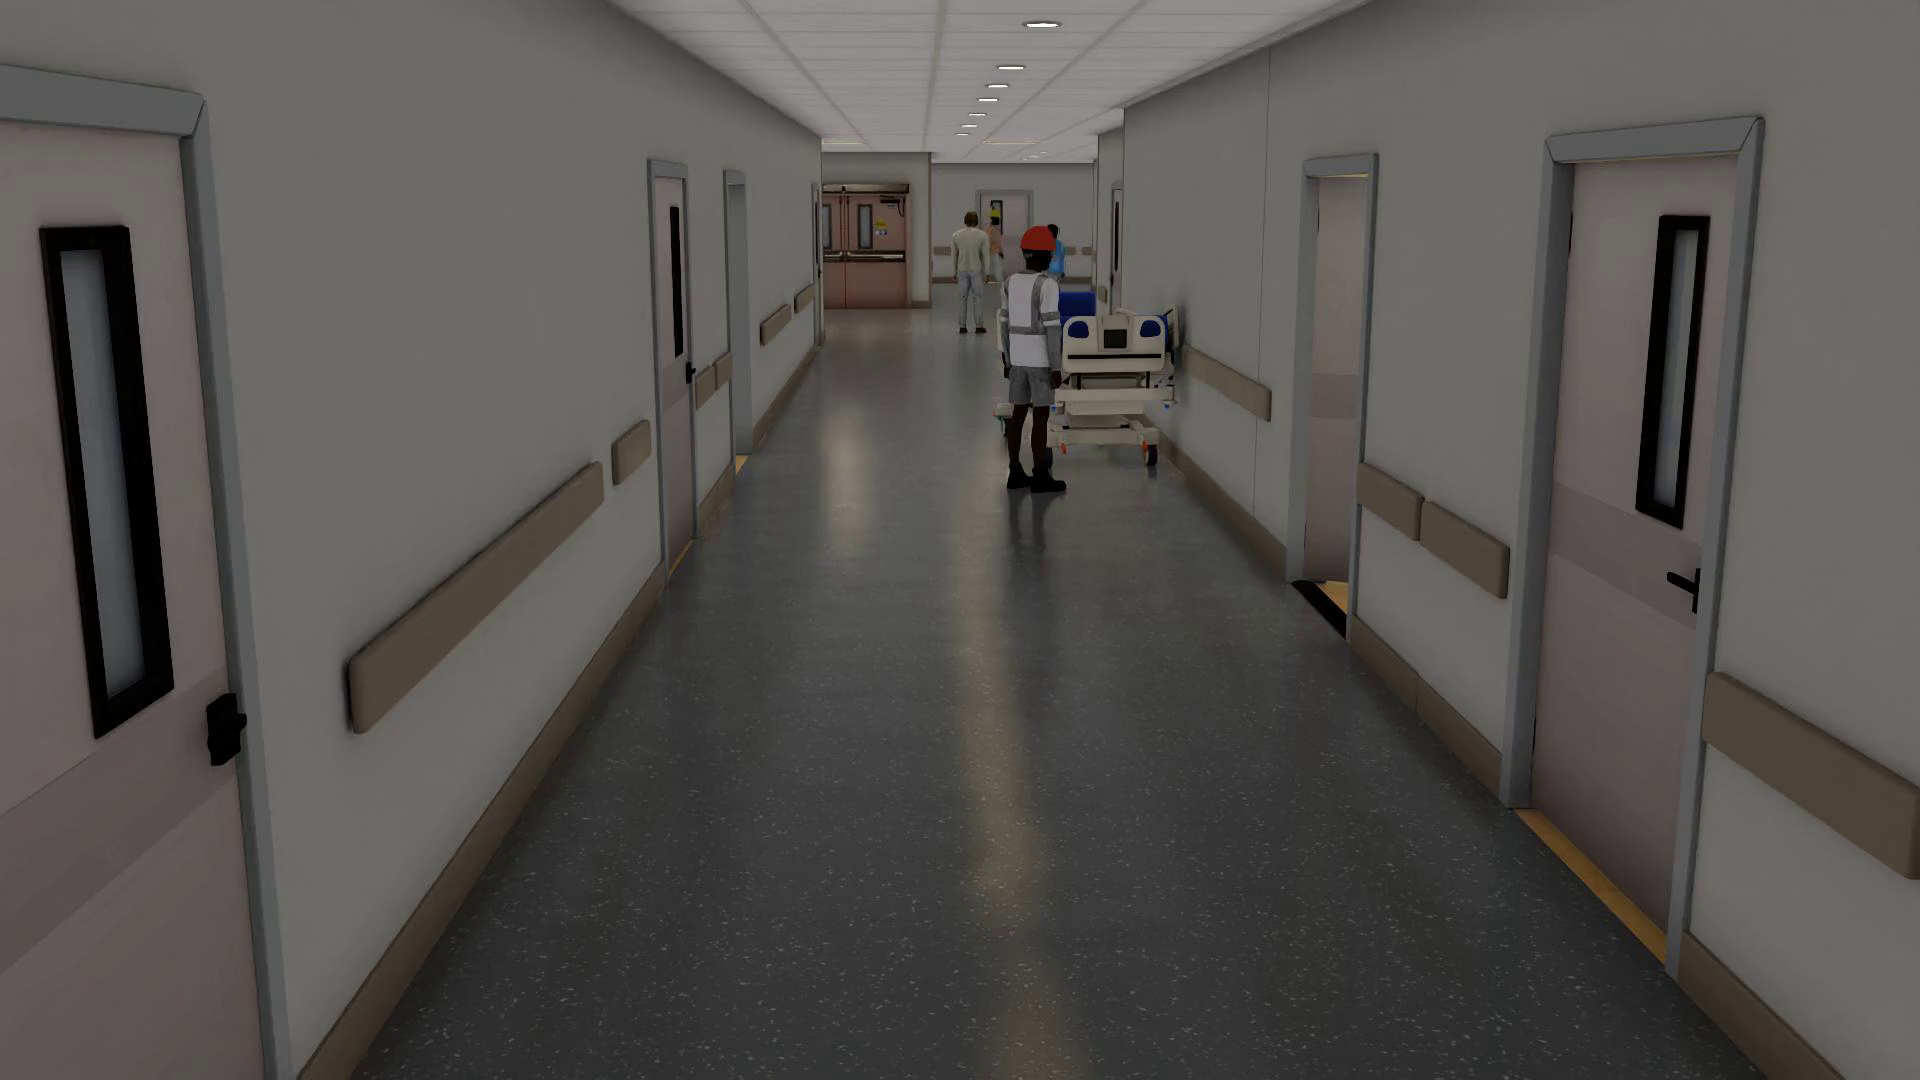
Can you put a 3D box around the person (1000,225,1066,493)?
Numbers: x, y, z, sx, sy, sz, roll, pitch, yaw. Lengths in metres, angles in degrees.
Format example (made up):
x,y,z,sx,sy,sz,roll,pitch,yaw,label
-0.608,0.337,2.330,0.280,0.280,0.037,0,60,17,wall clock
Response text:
x,y,z,sx,sy,sz,roll,pitch,yaw,label
0.551,-1.316,12.164,0.362,1.935,0.553,-10,15,-41,person

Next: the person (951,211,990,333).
x,y,z,sx,sy,sz,roll,pitch,yaw,label
0.171,-4.260,26.503,0.635,1.937,0.355,3,12,15,person

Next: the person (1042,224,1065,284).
x,y,z,sx,sy,sz,roll,pitch,yaw,label
1.618,-4.790,29.715,0.570,1.674,0.548,7,14,31,person
